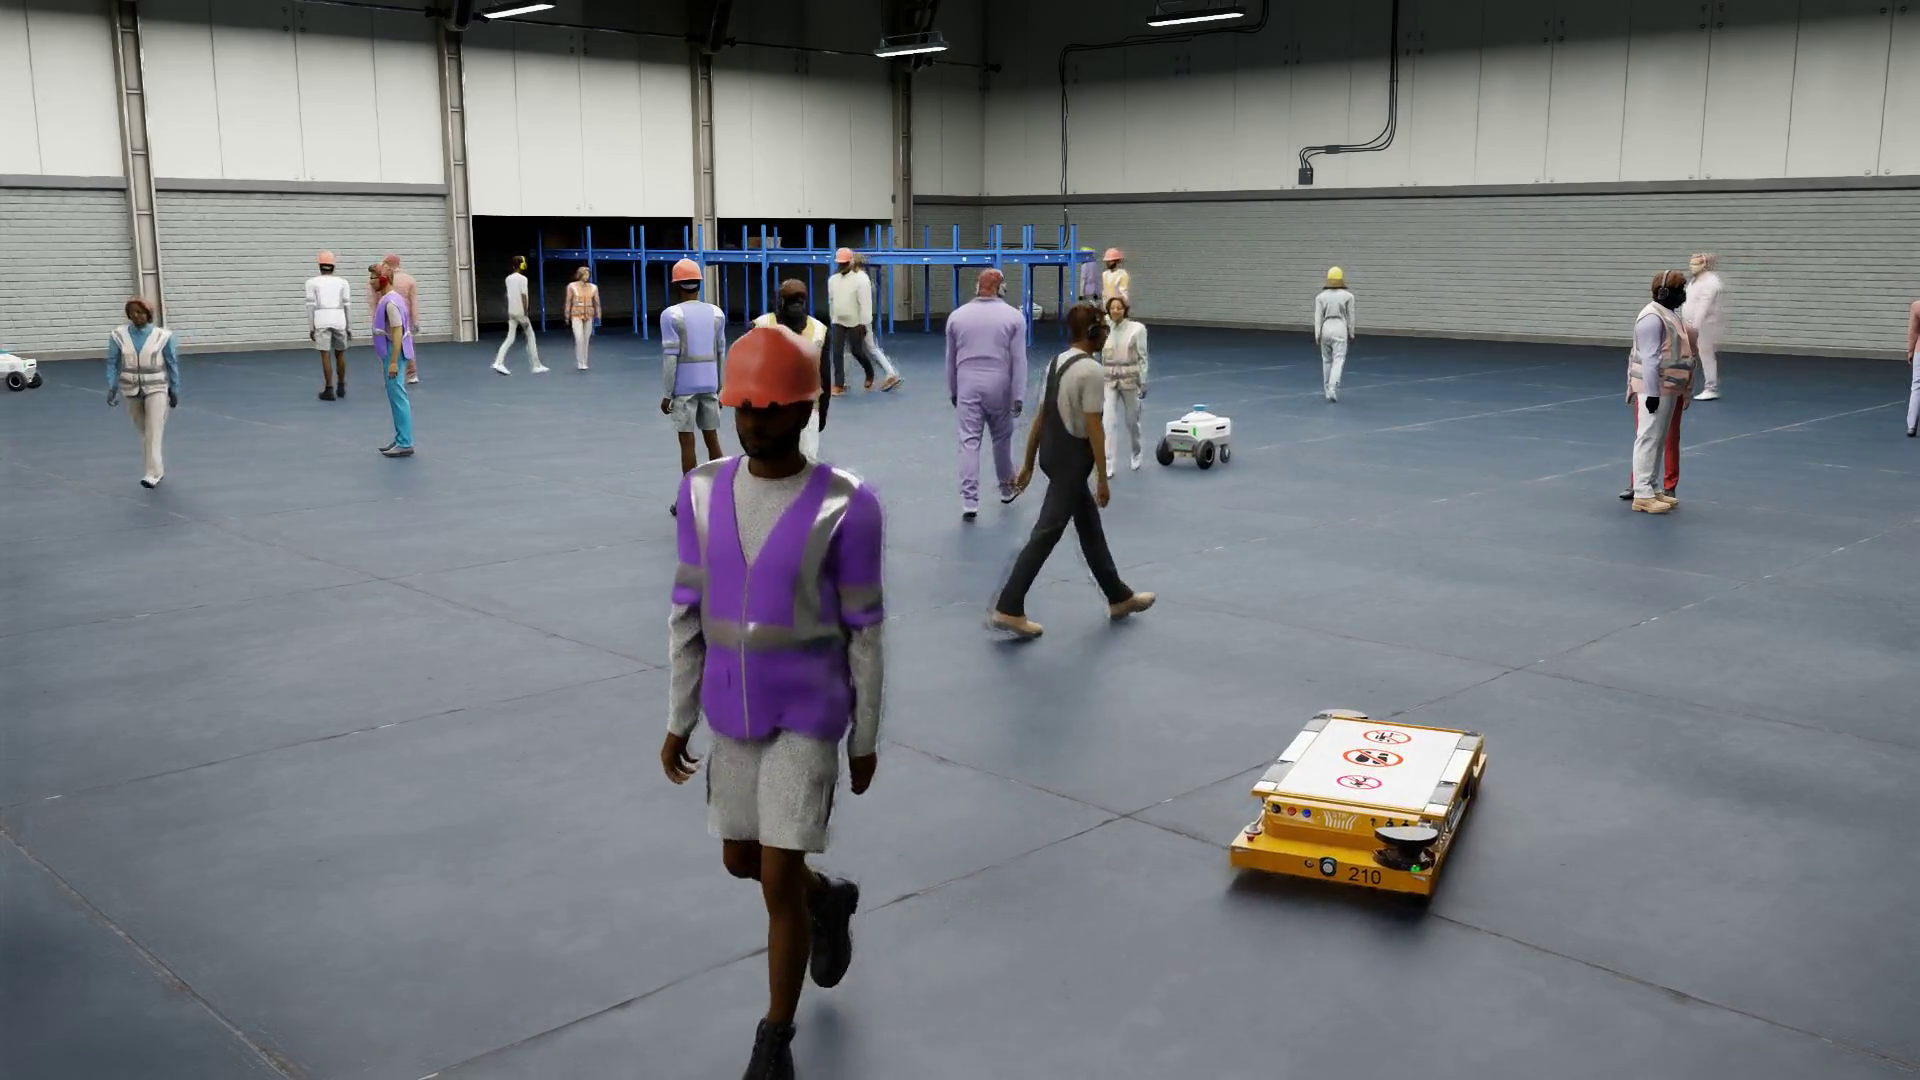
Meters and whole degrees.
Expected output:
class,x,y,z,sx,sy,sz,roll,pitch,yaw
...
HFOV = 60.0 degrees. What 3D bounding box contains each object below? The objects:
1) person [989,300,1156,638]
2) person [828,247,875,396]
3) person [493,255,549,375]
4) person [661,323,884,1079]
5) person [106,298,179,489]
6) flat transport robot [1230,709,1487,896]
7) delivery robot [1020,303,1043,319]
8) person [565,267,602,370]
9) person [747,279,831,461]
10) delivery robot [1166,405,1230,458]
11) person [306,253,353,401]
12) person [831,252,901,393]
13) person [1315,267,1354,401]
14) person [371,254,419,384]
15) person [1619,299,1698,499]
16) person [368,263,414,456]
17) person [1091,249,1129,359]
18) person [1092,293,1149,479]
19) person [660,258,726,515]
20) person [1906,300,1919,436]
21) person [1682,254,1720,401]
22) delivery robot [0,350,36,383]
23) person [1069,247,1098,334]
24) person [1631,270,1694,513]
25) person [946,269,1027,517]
class,x,y,z,sx,sy,sz,roll,pitch,yaw
person,0.596,-0.390,8.925,1.093,1.775,0.531,-4,11,-21
person,-1.445,-2.931,22.258,0.618,1.964,0.838,5,11,25
person,-6.798,-3.451,25.499,0.532,1.815,0.993,7,12,34
person,-0.429,0.404,4.190,0.551,1.913,0.834,5,11,23
person,-6.859,-1.233,13.980,0.508,1.591,0.878,-2,11,-9
flat transport robot,1.488,0.905,6.036,0.652,0.197,1.431,5,11,24
delivery robot,1.730,-5.602,40.491,0.477,0.478,0.707,-4,11,-21
person,-5.876,-3.459,26.055,0.539,1.605,0.738,-7,12,-32
person,-1.230,-0.967,11.939,0.628,1.812,0.885,-2,11,-8
delivery robot,2.221,-1.017,15.488,0.477,0.478,0.707,8,13,37
person,-8.211,-2.785,21.694,0.545,1.885,0.688,-6,12,-29
person,-1.291,-2.941,22.494,0.996,1.901,0.627,2,11,10
person,4.808,-2.663,21.435,0.484,1.710,0.796,5,11,23
person,-7.966,-3.103,23.477,0.641,1.858,0.988,-1,10,-7
person,5.575,-1.190,13.258,0.533,1.772,0.298,10,15,44
person,-5.469,-1.742,16.070,0.374,1.840,0.571,-4,11,-22
person,2.338,-3.588,25.994,0.962,1.888,0.573,-9,14,-41
person,1.435,-1.386,14.770,0.522,1.609,0.786,3,11,16
person,-2.036,-1.156,12.621,0.548,1.934,0.374,-9,14,-39
person,10.238,-1.963,17.474,0.526,1.772,0.308,9,14,41
person,9.350,-2.722,21.340,0.930,1.866,0.646,-1,10,-5
delivery robot,-13.166,-2.385,22.949,0.707,0.478,0.477,0,10,-2
person,2.800,-5.298,35.390,0.945,1.883,0.587,4,11,21
person,5.417,-1.151,12.847,0.429,1.844,0.625,7,12,33
person,0.218,-1.135,12.726,0.660,1.846,1.009,2,11,13
